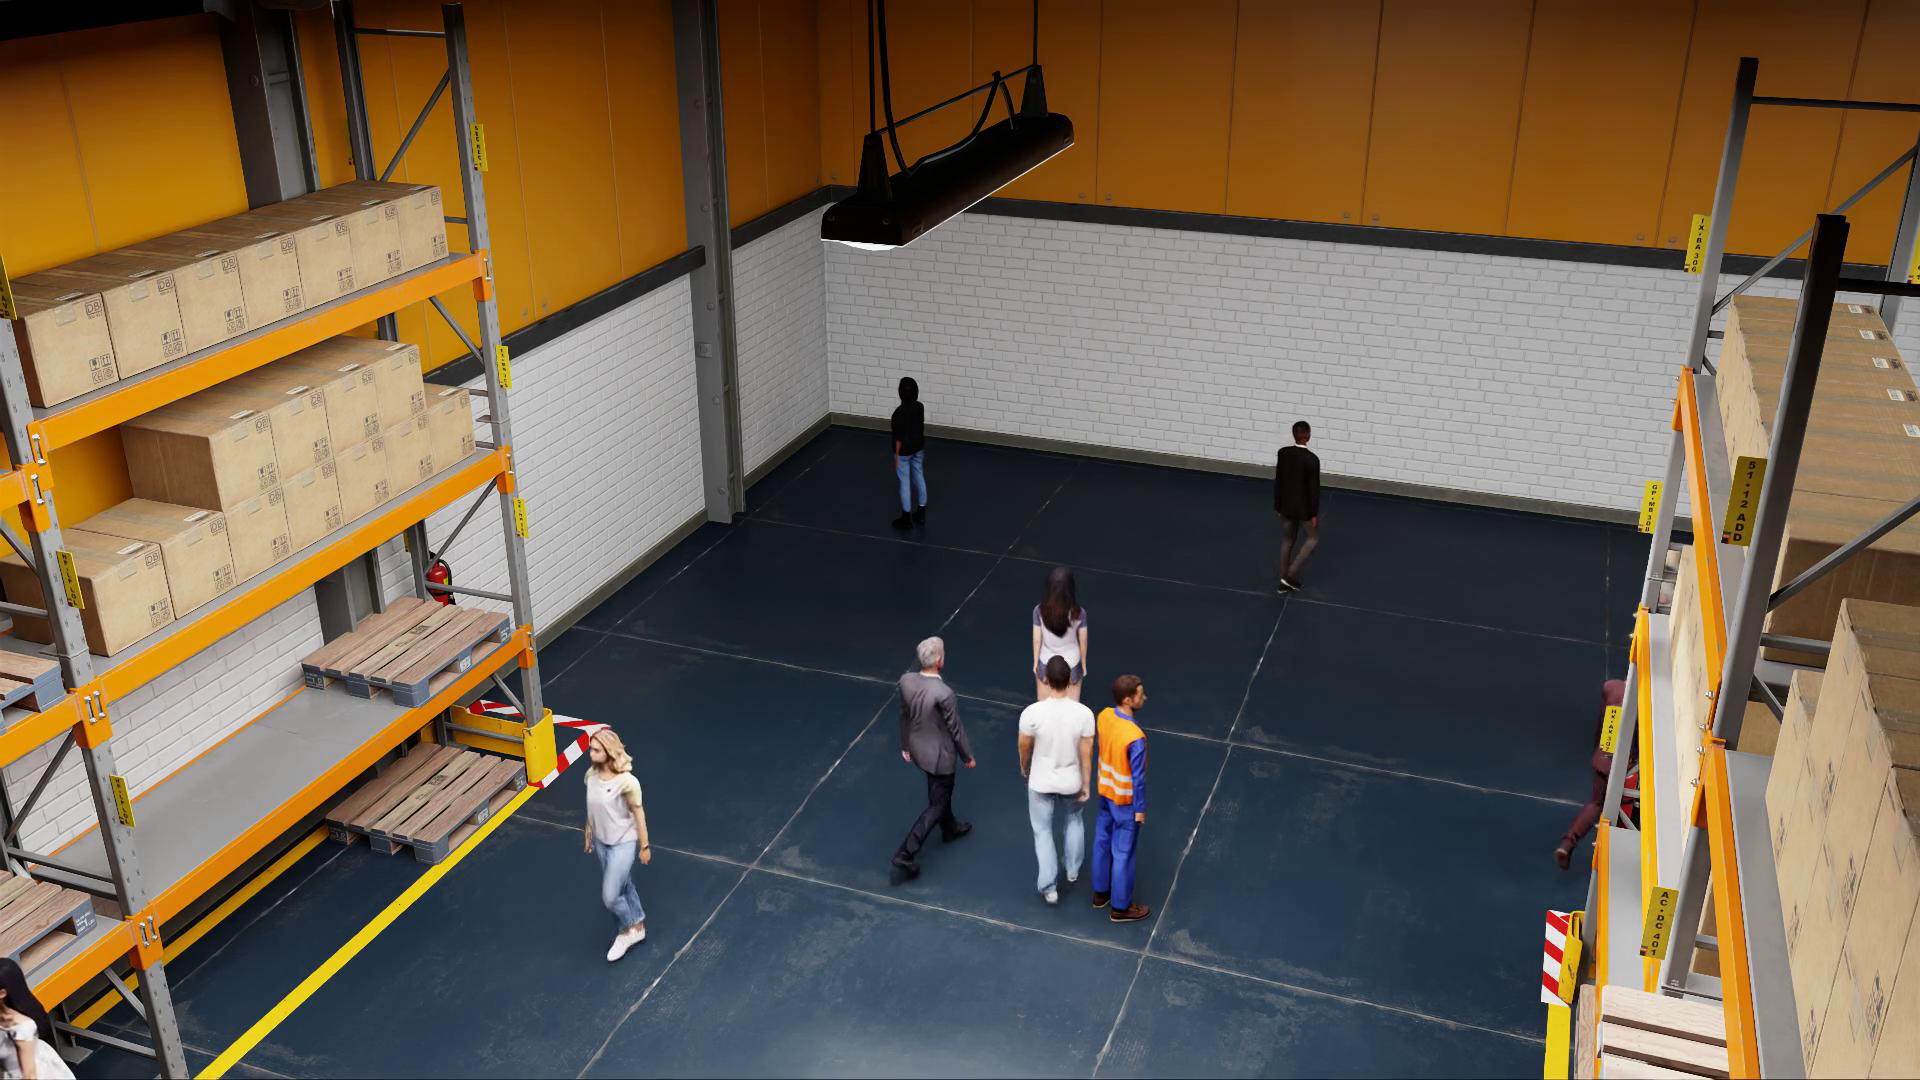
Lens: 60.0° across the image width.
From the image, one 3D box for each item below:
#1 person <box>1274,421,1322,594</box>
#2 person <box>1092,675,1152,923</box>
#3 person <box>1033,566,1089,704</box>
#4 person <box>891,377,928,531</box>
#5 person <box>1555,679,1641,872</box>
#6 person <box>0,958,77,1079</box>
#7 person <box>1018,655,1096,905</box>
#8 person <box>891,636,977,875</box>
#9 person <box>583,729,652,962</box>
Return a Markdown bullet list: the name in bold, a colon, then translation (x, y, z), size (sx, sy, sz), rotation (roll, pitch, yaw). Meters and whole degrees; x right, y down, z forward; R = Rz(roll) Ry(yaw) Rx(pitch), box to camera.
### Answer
- **person**: translation (3.255, -0.279, 16.325), size (0.824, 1.790, 0.812), rotation (-21, 31, -39)
- **person**: translation (1.117, 1.774, 11.536), size (0.832, 1.863, 0.781), rotation (-12, 26, -25)
- **person**: translation (0.799, 0.998, 13.506), size (0.649, 1.706, 0.609), rotation (2, 24, 4)
- **person**: translation (-0.552, -0.945, 17.957), size (0.612, 1.701, 0.715), rotation (-21, 31, -40)
- **person**: translation (4.672, 1.624, 11.898), size (1.121, 1.848, 1.041), rotation (-12, 26, -25)
- **person**: translation (-4.938, 2.973, 8.910), size (0.817, 1.769, 0.782), rotation (-16, 28, -32)
- **person**: translation (0.675, 1.724, 11.681), size (0.855, 1.838, 0.938), rotation (-1, 24, -1)
- **person**: translation (-0.228, 1.585, 12.049), size (1.279, 1.797, 1.075), rotation (-20, 30, -38)
- **person**: translation (-2.249, 2.003, 11.203), size (0.717, 1.710, 0.740), rotation (16, 28, 32)
